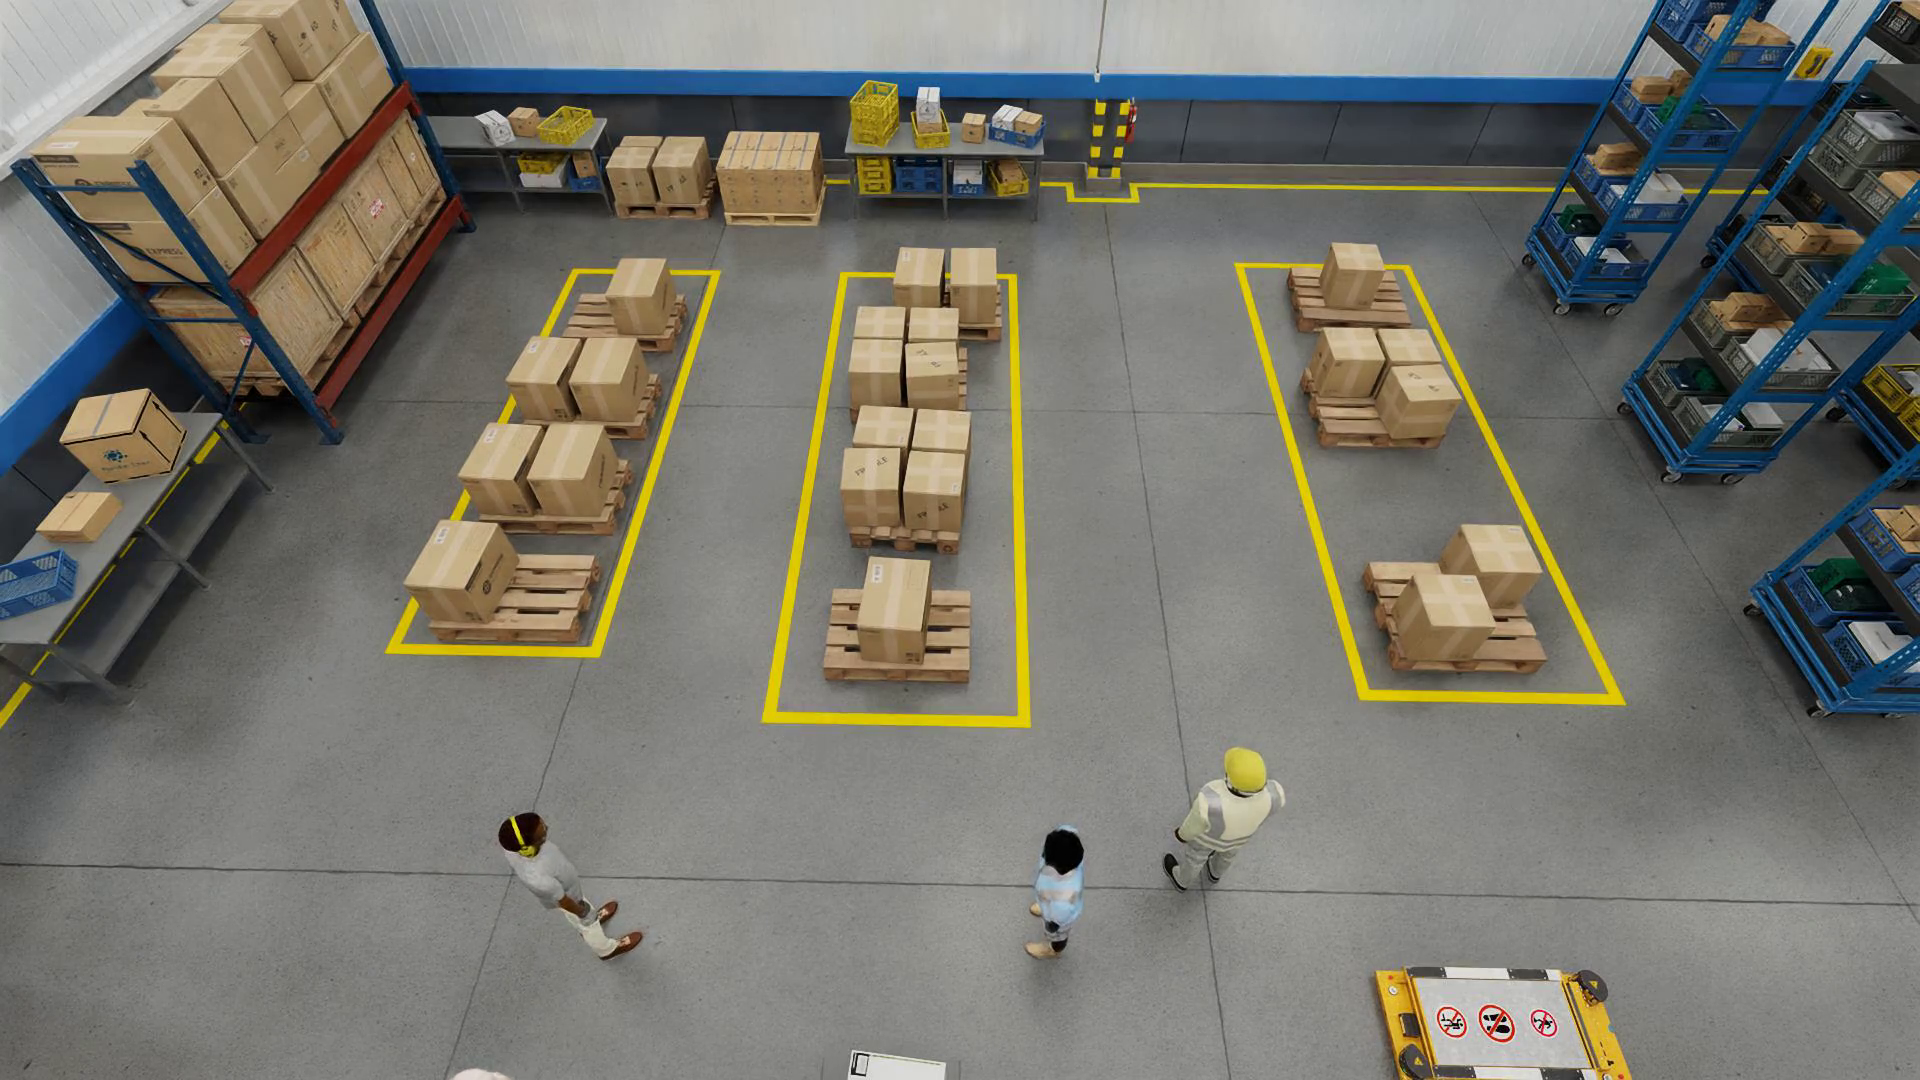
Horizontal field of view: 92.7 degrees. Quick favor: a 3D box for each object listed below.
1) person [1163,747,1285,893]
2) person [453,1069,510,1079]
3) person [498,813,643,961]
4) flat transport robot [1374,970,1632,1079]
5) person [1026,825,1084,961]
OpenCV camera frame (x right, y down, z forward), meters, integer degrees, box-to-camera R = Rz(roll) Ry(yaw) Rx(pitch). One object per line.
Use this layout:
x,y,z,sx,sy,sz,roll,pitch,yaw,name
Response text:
1.690,1.840,5.966,0.590,1.835,0.404,-10,52,-8,person
-2.541,3.202,4.819,0.400,1.900,0.653,15,52,12,person
-2.452,2.155,5.694,0.534,1.858,0.310,38,60,26,person
3.501,3.133,5.914,1.431,0.197,0.652,1,51,1,flat transport robot
0.611,2.216,5.752,0.319,1.690,0.529,6,51,5,person
